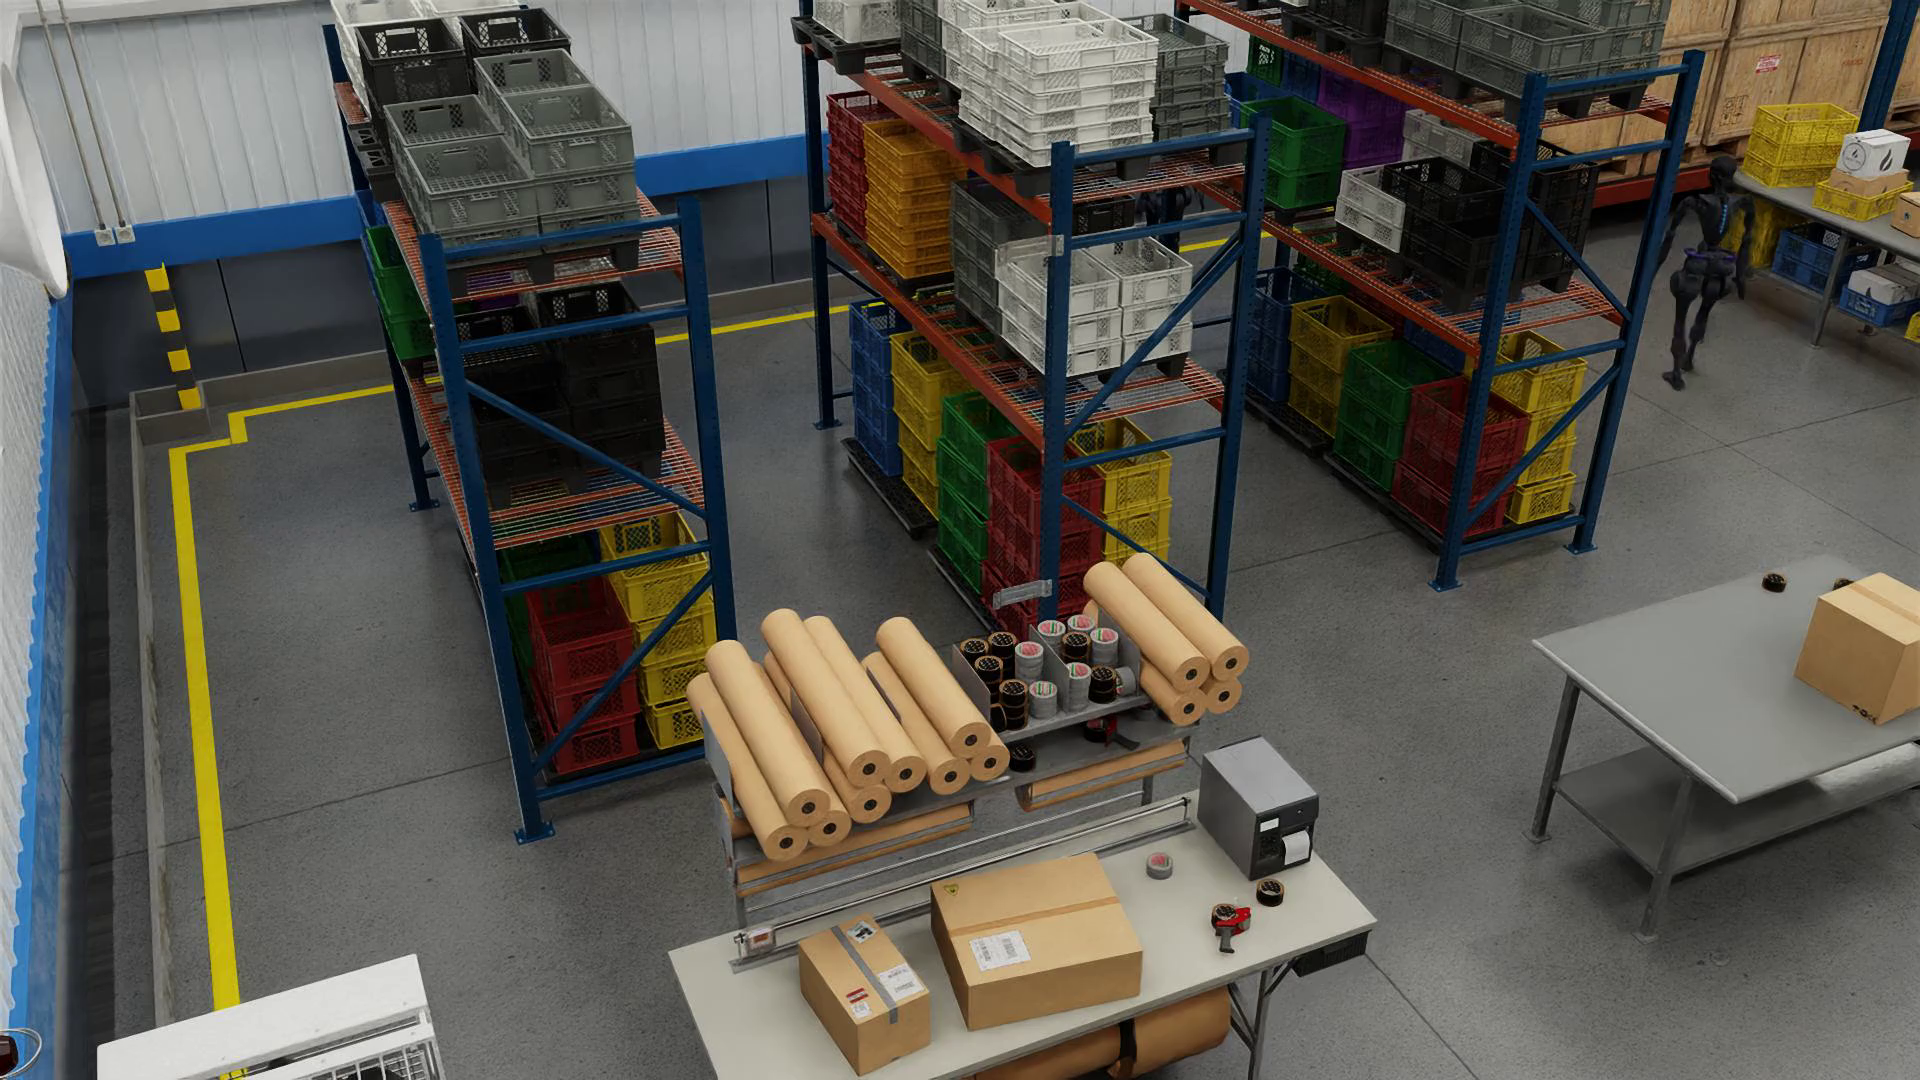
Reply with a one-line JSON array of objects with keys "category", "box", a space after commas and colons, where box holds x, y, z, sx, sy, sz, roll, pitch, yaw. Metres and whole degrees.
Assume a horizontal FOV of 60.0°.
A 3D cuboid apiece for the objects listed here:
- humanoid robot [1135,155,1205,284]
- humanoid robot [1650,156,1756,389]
[{"category": "humanoid robot", "box": [1.641, -2.754, 13.087, 0.609, 1.656, 0.313, -13, 34, -20]}, {"category": "humanoid robot", "box": [5.210, -1.914, 11.741, 0.628, 1.648, 0.573, 1, 32, 1]}]
